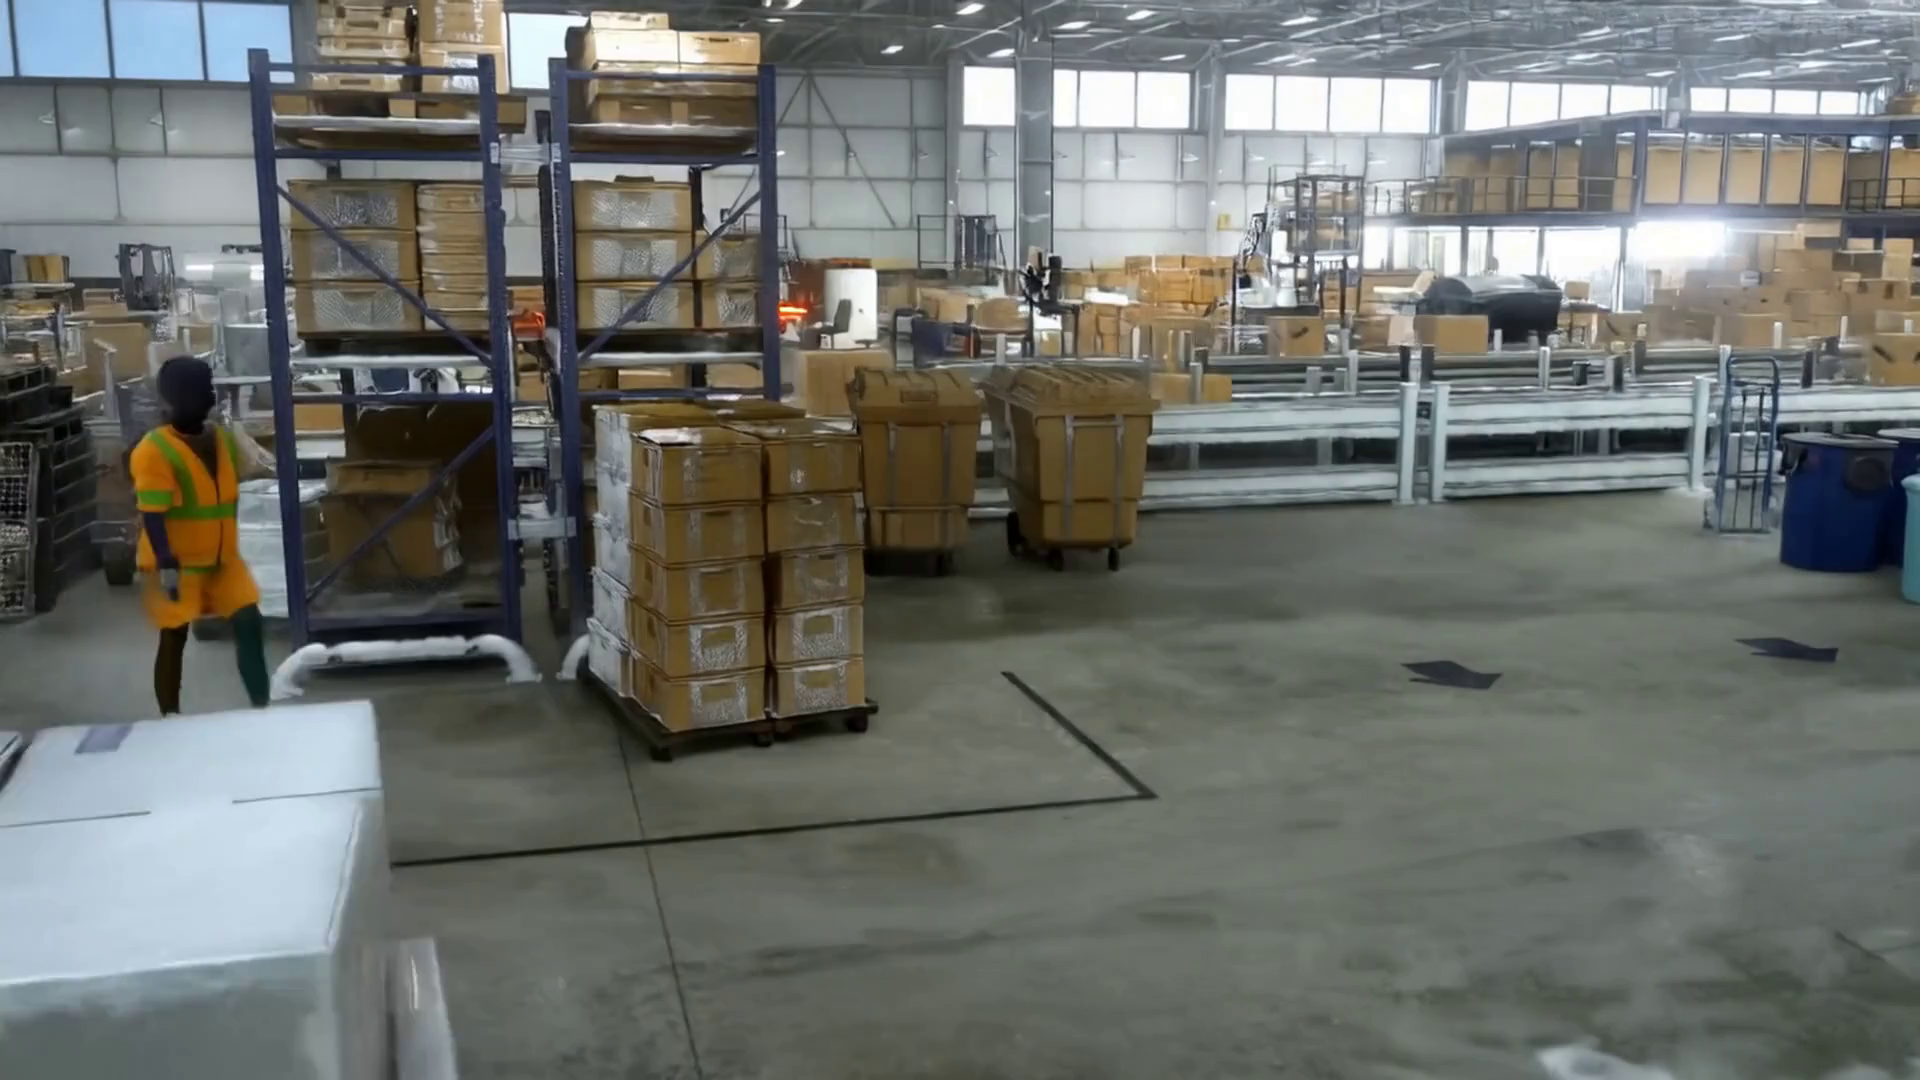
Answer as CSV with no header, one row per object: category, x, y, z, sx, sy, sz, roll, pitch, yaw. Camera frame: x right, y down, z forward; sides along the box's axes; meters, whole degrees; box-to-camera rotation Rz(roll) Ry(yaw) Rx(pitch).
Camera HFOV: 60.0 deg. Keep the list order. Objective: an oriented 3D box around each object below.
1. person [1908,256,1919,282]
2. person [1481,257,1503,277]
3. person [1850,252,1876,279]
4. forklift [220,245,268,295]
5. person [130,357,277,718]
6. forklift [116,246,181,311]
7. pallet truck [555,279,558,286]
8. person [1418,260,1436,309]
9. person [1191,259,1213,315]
person,24.430,-6.299,42.321,0.590,1.926,0.388,4,11,22
person,12.872,-5.933,40.438,0.588,1.869,0.648,-2,10,-12
person,22.958,-6.347,42.273,0.700,2.000,0.538,-1,10,-4
forklift,-17.749,-6.334,41.440,1.157,1.987,2.680,-3,10,-17
person,-3.086,0.085,6.898,0.742,1.667,0.547,4,11,22
forklift,-19.966,-6.232,40.894,1.157,1.987,2.680,-3,10,-15
pallet truck,-10.604,-6.375,44.520,0.653,1.274,1.630,-3,10,-15
person,12.708,-6.732,45.228,0.533,1.767,0.327,9,13,40
person,5.304,-5.190,36.244,0.553,1.856,0.514,1,10,4
